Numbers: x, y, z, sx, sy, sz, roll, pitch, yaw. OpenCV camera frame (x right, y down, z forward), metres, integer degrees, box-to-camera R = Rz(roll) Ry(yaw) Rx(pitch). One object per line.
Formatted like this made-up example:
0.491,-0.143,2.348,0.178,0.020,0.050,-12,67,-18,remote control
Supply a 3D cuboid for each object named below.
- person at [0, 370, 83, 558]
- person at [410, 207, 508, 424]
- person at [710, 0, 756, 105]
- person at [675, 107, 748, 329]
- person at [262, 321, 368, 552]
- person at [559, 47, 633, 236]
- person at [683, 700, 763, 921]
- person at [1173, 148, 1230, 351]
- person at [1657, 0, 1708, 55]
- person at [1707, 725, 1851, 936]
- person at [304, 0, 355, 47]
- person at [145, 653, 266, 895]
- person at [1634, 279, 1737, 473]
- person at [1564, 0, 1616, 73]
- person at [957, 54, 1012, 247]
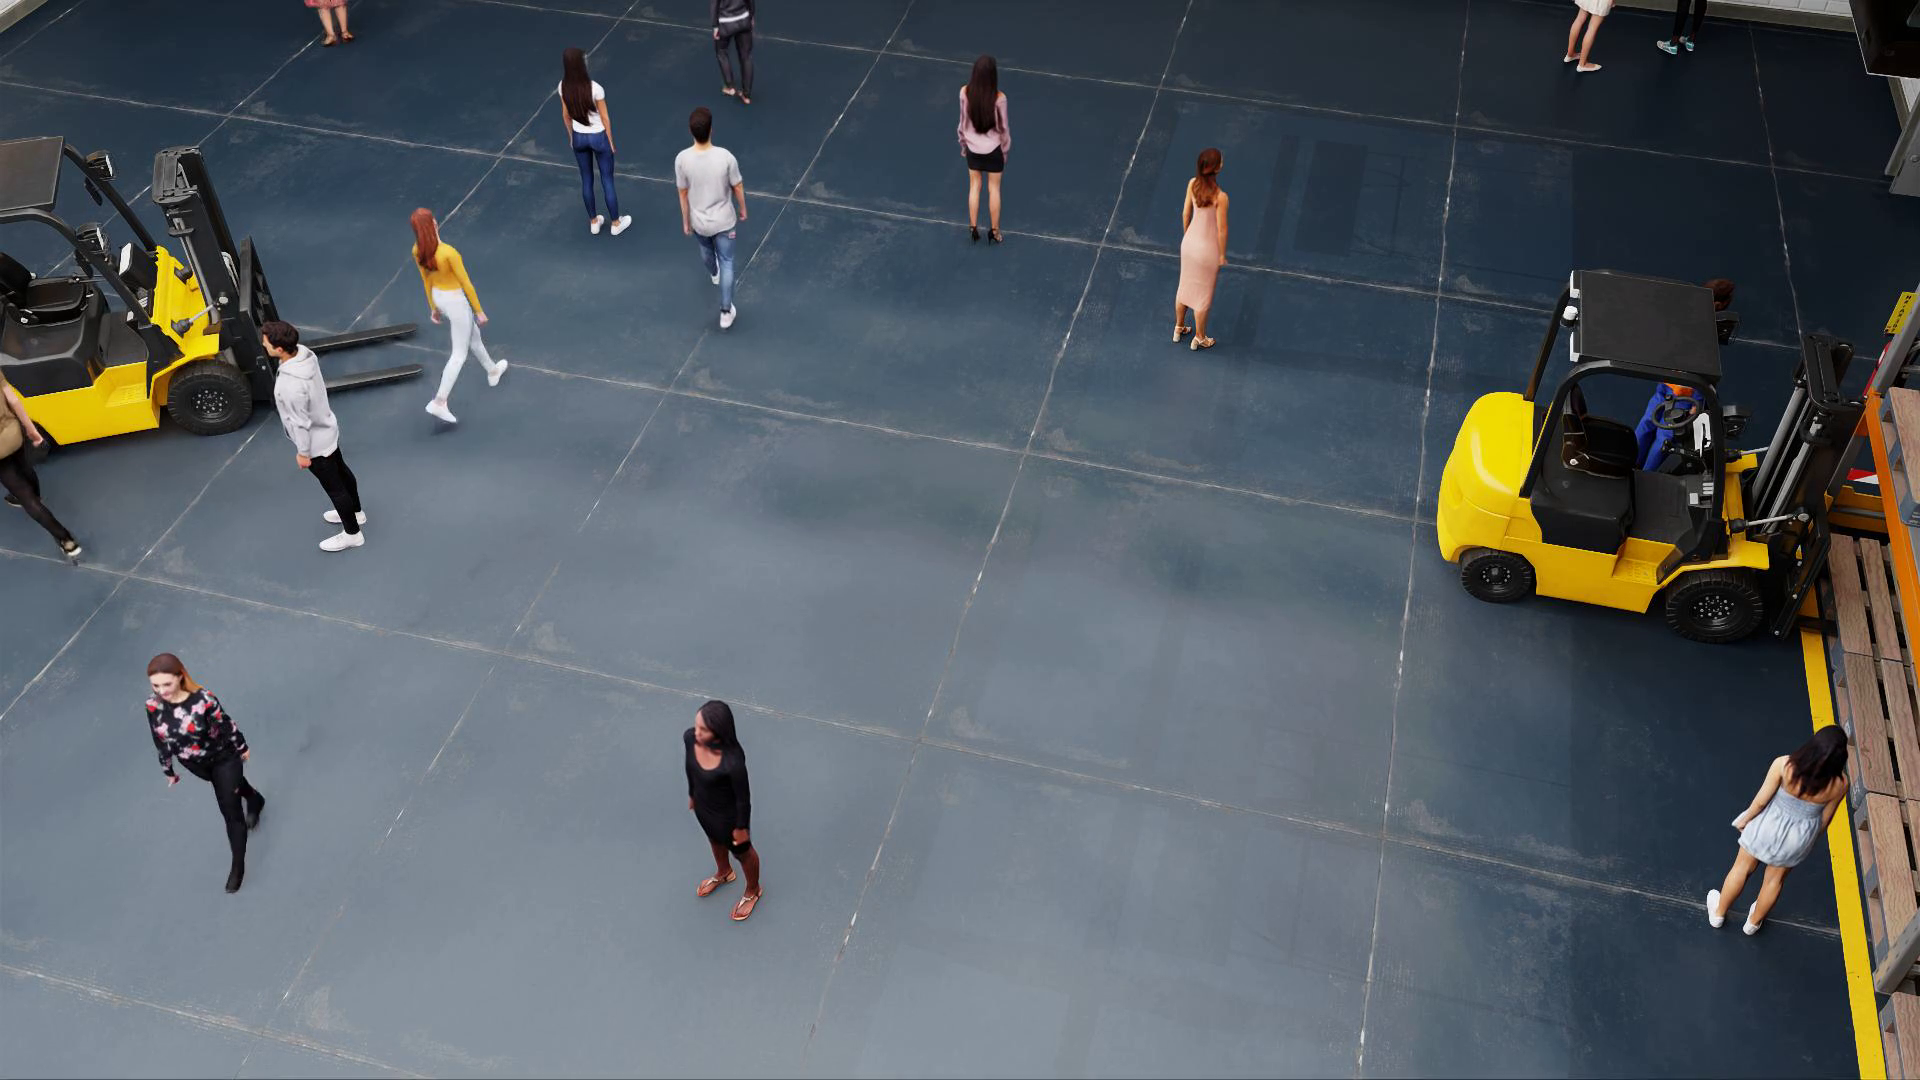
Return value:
-6.686,-0.619,11.631,0.936,1.803,1.212,25,49,24,person
-3.975,-1.736,12.869,0.761,1.713,1.212,21,47,20,person
-2.209,-5.095,16.392,0.769,1.715,0.815,-17,46,-17,person
-2.035,-2.613,13.697,0.860,1.840,1.218,0,44,0,person
-4.515,-0.754,11.679,0.831,1.931,0.704,-7,44,-8,person
-3.255,-3.510,14.685,0.578,1.775,0.506,11,45,11,person
-1.352,1.519,9.446,0.681,1.720,0.653,29,51,27,person
1.943,-2.342,13.418,0.671,1.832,0.655,-33,52,-29,person
7.668,-5.919,17.188,0.698,1.810,0.702,-12,45,-12,person
4.604,1.625,9.328,0.604,1.730,0.550,15,46,15,person
-6.635,-5.991,17.367,0.723,1.668,0.790,-12,45,-12,person
-4.411,1.212,9.823,0.780,1.645,1.090,0,44,0,person
5.254,-1.129,12.122,0.846,1.863,0.697,-6,44,-6,person
6.524,-5.640,16.966,0.708,1.712,0.624,-14,45,-14,person
0.214,-3.388,14.531,0.632,1.811,0.550,15,46,15,person
